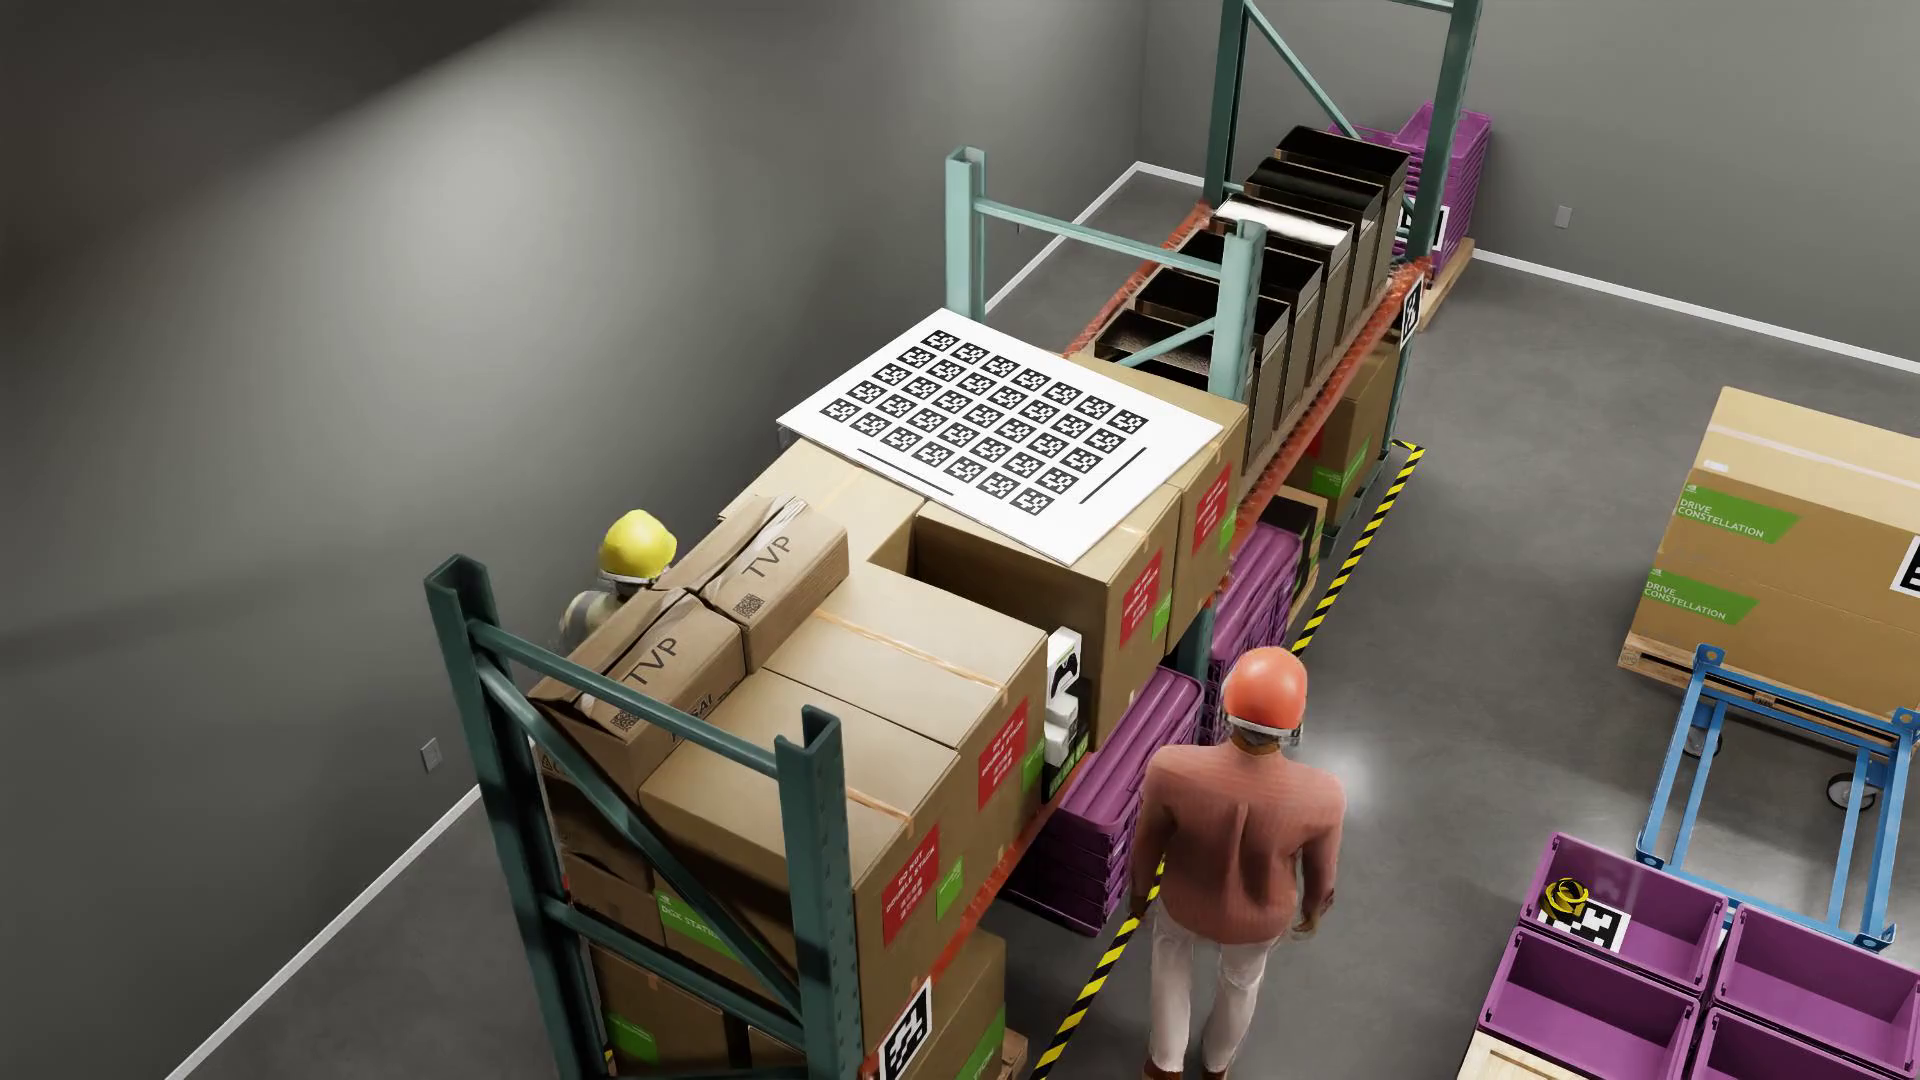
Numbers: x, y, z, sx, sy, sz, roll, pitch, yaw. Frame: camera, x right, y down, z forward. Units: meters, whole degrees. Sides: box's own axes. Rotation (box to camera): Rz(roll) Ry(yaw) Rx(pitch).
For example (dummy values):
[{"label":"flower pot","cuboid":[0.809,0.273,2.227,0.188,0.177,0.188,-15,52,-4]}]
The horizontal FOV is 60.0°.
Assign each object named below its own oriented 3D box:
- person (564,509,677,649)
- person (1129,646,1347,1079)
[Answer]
[{"label":"person","cuboid":[-1.052,0.661,5.902,0.615,1.812,0.423,16,43,18]},{"label":"person","cuboid":[0.853,1.103,5.250,0.636,1.977,0.441,9,41,10]}]
